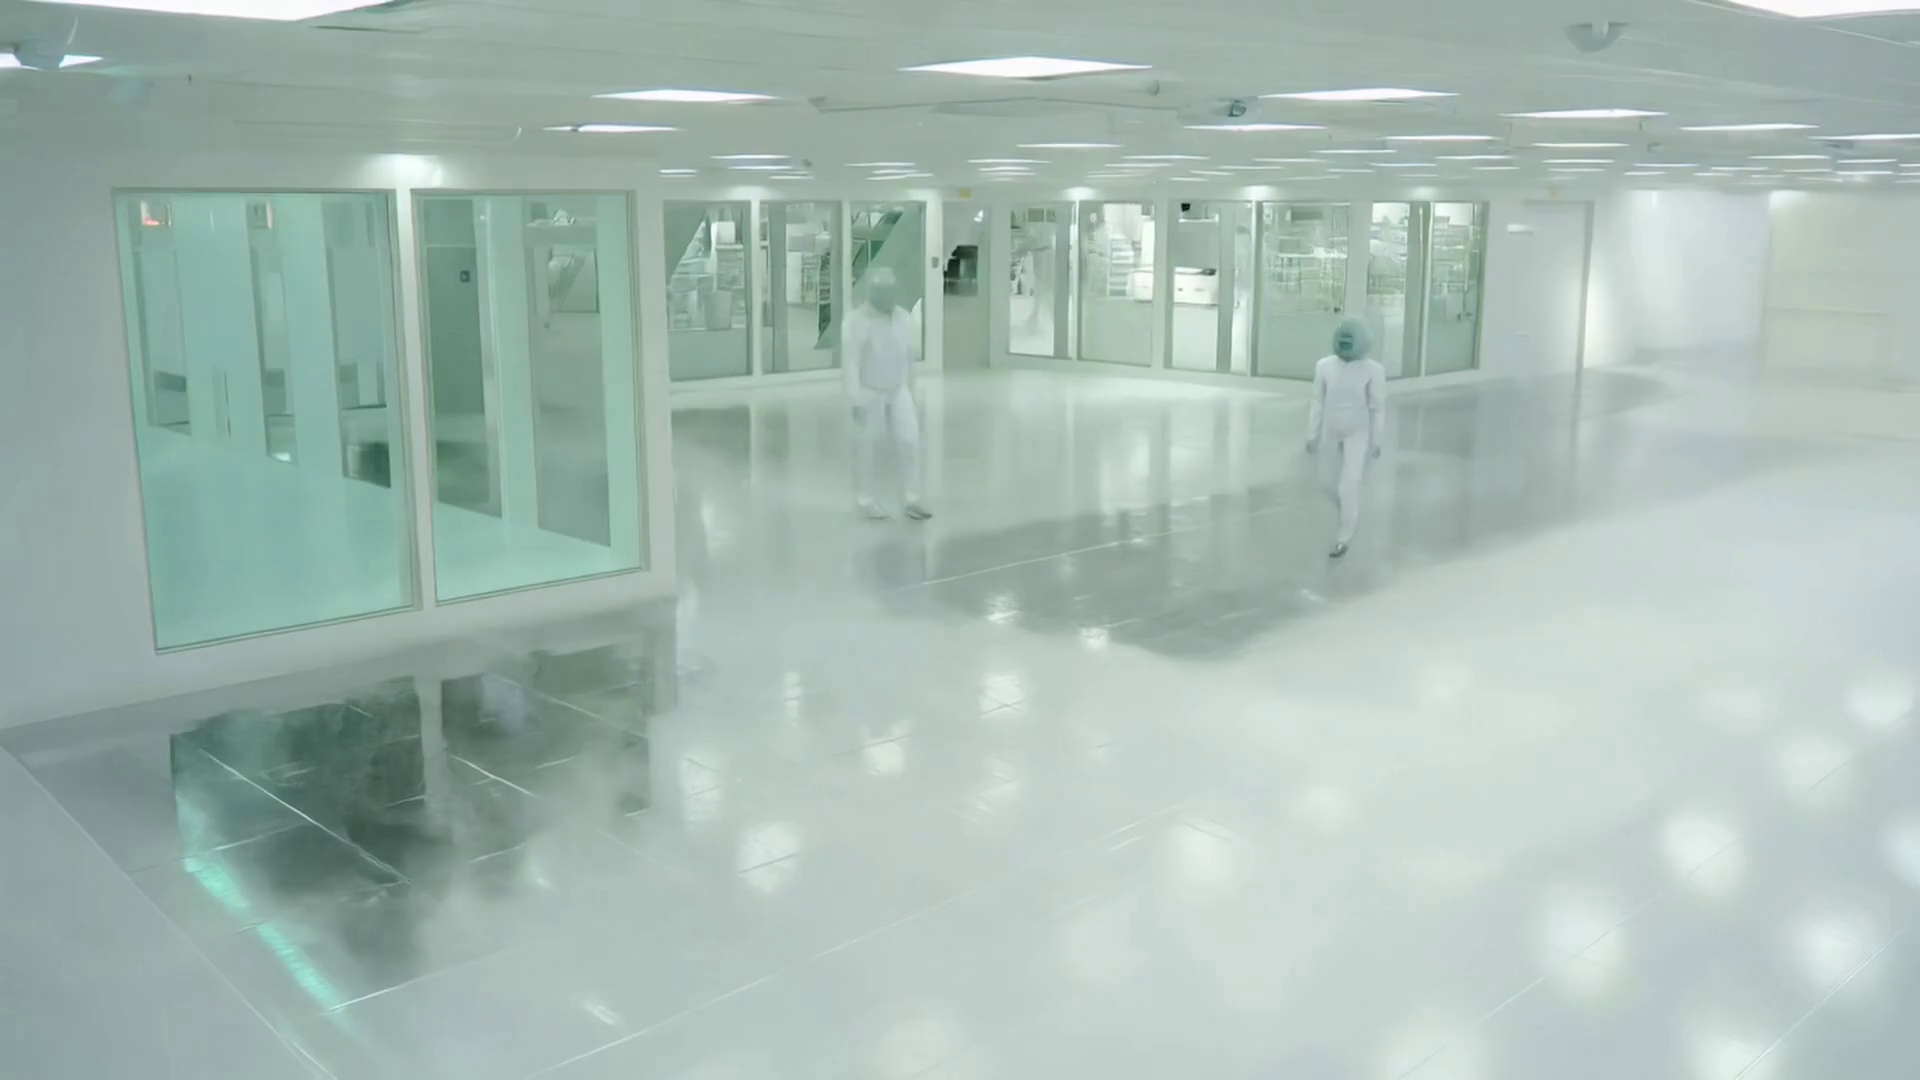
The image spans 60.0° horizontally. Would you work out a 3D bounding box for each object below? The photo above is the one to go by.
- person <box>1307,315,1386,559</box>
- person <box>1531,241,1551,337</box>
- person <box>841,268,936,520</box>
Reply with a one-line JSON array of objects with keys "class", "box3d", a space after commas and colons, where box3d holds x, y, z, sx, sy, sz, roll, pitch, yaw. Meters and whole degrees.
[{"class": "person", "box3d": [2.610, -0.704, 11.195, 0.511, 1.620, 0.528, 8, 14, 34]}, {"class": "person", "box3d": [10.318, -4.462, 29.320, 0.782, 1.920, 0.542, 8, 14, 35]}, {"class": "person", "box3d": [-0.511, -1.059, 12.321, 0.679, 1.878, 0.817, -9, 15, -39]}]
